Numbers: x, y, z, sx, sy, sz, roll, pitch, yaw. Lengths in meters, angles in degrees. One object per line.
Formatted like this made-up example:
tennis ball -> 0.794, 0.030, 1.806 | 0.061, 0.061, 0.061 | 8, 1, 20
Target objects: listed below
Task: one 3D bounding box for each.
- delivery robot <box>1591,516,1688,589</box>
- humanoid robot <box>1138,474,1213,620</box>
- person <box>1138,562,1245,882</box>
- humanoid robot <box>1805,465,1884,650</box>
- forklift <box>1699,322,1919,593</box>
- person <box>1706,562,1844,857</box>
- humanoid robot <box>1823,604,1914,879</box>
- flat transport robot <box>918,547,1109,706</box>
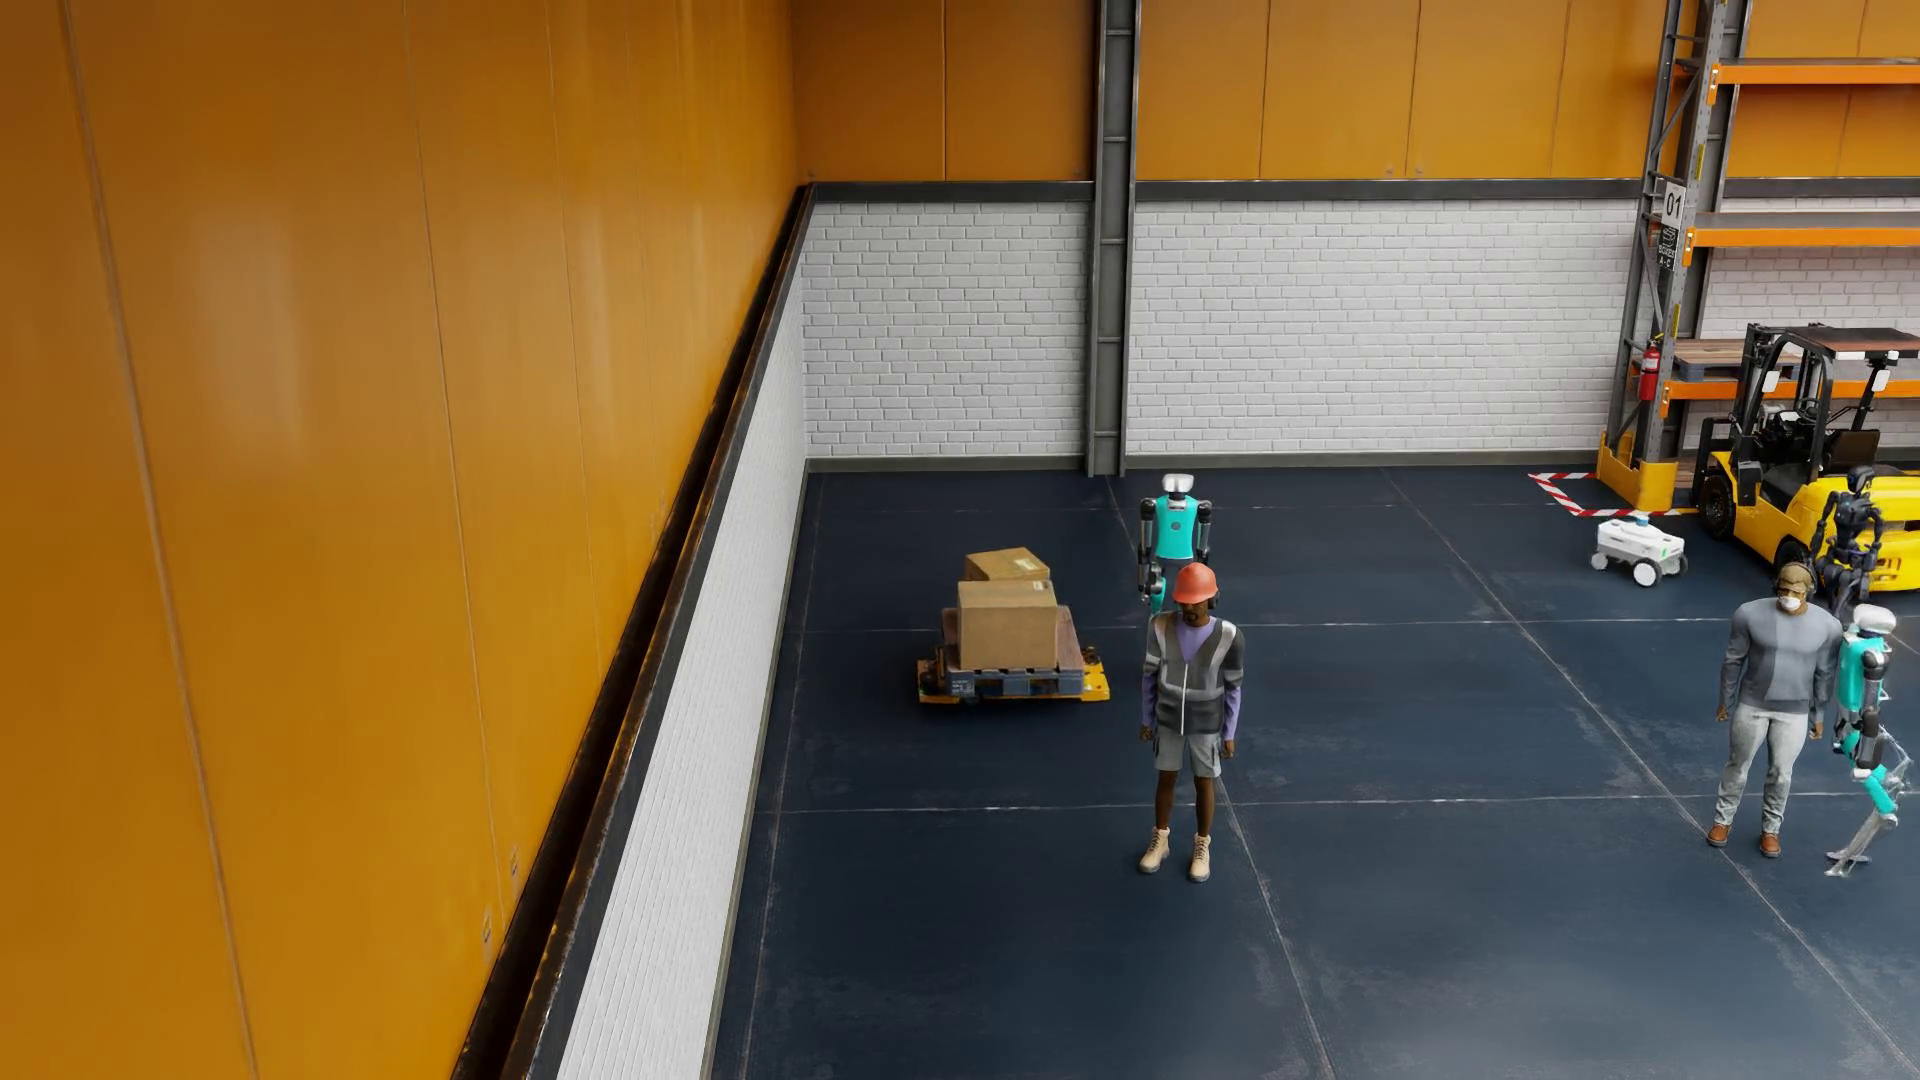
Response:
delivery robot -> 6.100, 0.085, 14.919 | 0.499, 0.602, 0.805 | -15, 25, -34
humanoid robot -> 1.615, 0.270, 12.622 | 0.531, 1.741, 0.676 | 3, 20, 7
person -> 1.378, 1.094, 10.028 | 0.605, 2.045, 0.375 | 8, 22, 20
humanoid robot -> 6.942, 0.183, 13.084 | 0.783, 1.623, 0.602 | -9, 22, -23
forklift -> 7.809, -0.792, 14.926 | 1.214, 2.155, 2.313 | -1, 20, -2
person -> 5.041, 1.039, 10.327 | 0.634, 1.937, 0.355 | 10, 22, 24
humanoid robot -> 5.585, 1.248, 10.035 | 0.710, 1.776, 0.549 | 3, 21, 9
flat transport robot -> 0.397, 1.032, 12.756 | 1.431, 0.231, 0.659 | -1, 20, -2
